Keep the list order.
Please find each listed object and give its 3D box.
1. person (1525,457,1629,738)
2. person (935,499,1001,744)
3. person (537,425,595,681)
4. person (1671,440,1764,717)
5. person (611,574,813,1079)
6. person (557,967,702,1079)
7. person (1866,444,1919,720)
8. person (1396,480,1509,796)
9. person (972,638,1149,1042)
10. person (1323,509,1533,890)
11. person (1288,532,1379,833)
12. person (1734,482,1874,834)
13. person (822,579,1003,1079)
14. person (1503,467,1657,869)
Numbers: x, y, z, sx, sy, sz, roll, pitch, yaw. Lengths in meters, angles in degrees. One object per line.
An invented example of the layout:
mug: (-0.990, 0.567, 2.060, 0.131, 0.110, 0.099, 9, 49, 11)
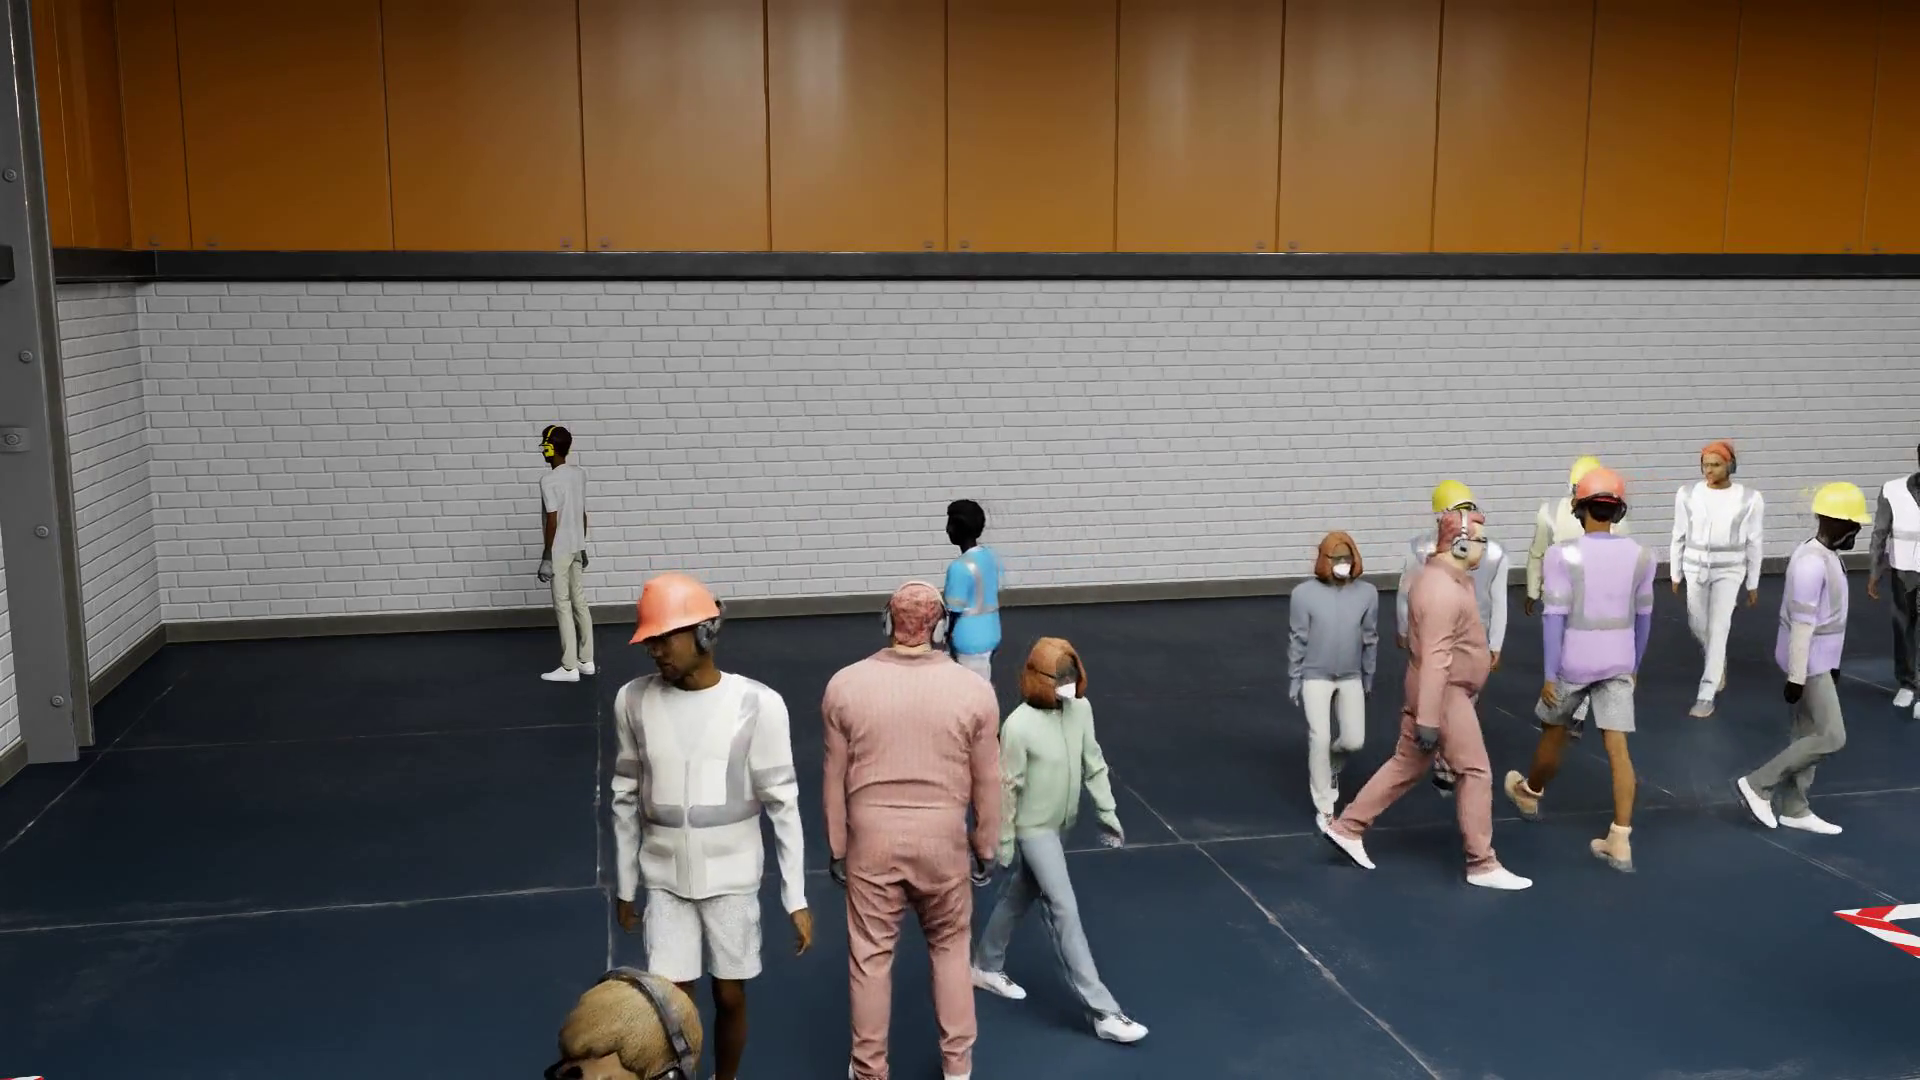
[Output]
person: (4.049, 0.334, 10.935, 0.591, 1.790, 0.940, 5, 11, 30)
person: (-0.025, 0.596, 9.634, 0.679, 1.669, 0.552, 3, 10, 18)
person: (-2.887, 0.098, 12.102, 0.313, 1.869, 0.528, 4, 10, 21)
person: (5.180, 0.227, 11.390, 0.574, 1.857, 0.897, 8, 12, 40)
person: (-0.823, 1.118, 5.461, 0.698, 2.034, 0.522, 1, 9, 5)
person: (-0.488, 1.607, 2.691, 0.357, 1.937, 0.637, -9, 13, -43)
person: (6.416, 0.252, 11.142, 0.597, 1.880, 0.868, 7, 12, 38)
person: (2.835, 0.536, 9.714, 0.580, 1.780, 0.869, 0, 9, 1)
person: (0.373, 1.149, 6.583, 0.906, 1.572, 0.519, 7, 12, 37)
person: (2.284, 0.761, 8.112, 0.955, 1.864, 0.645, 1, 9, 9)
person: (1.983, 0.743, 8.935, 0.505, 1.619, 0.478, -1, 9, -6)
person: (4.480, 0.629, 8.754, 0.466, 1.906, 0.593, 5, 10, 27)
person: (-0.172, 1.092, 6.011, 0.646, 1.883, 0.439, 0, 9, 1)
person: (3.246, 0.613, 8.626, 0.615, 1.974, 1.086, -1, 9, -5)
